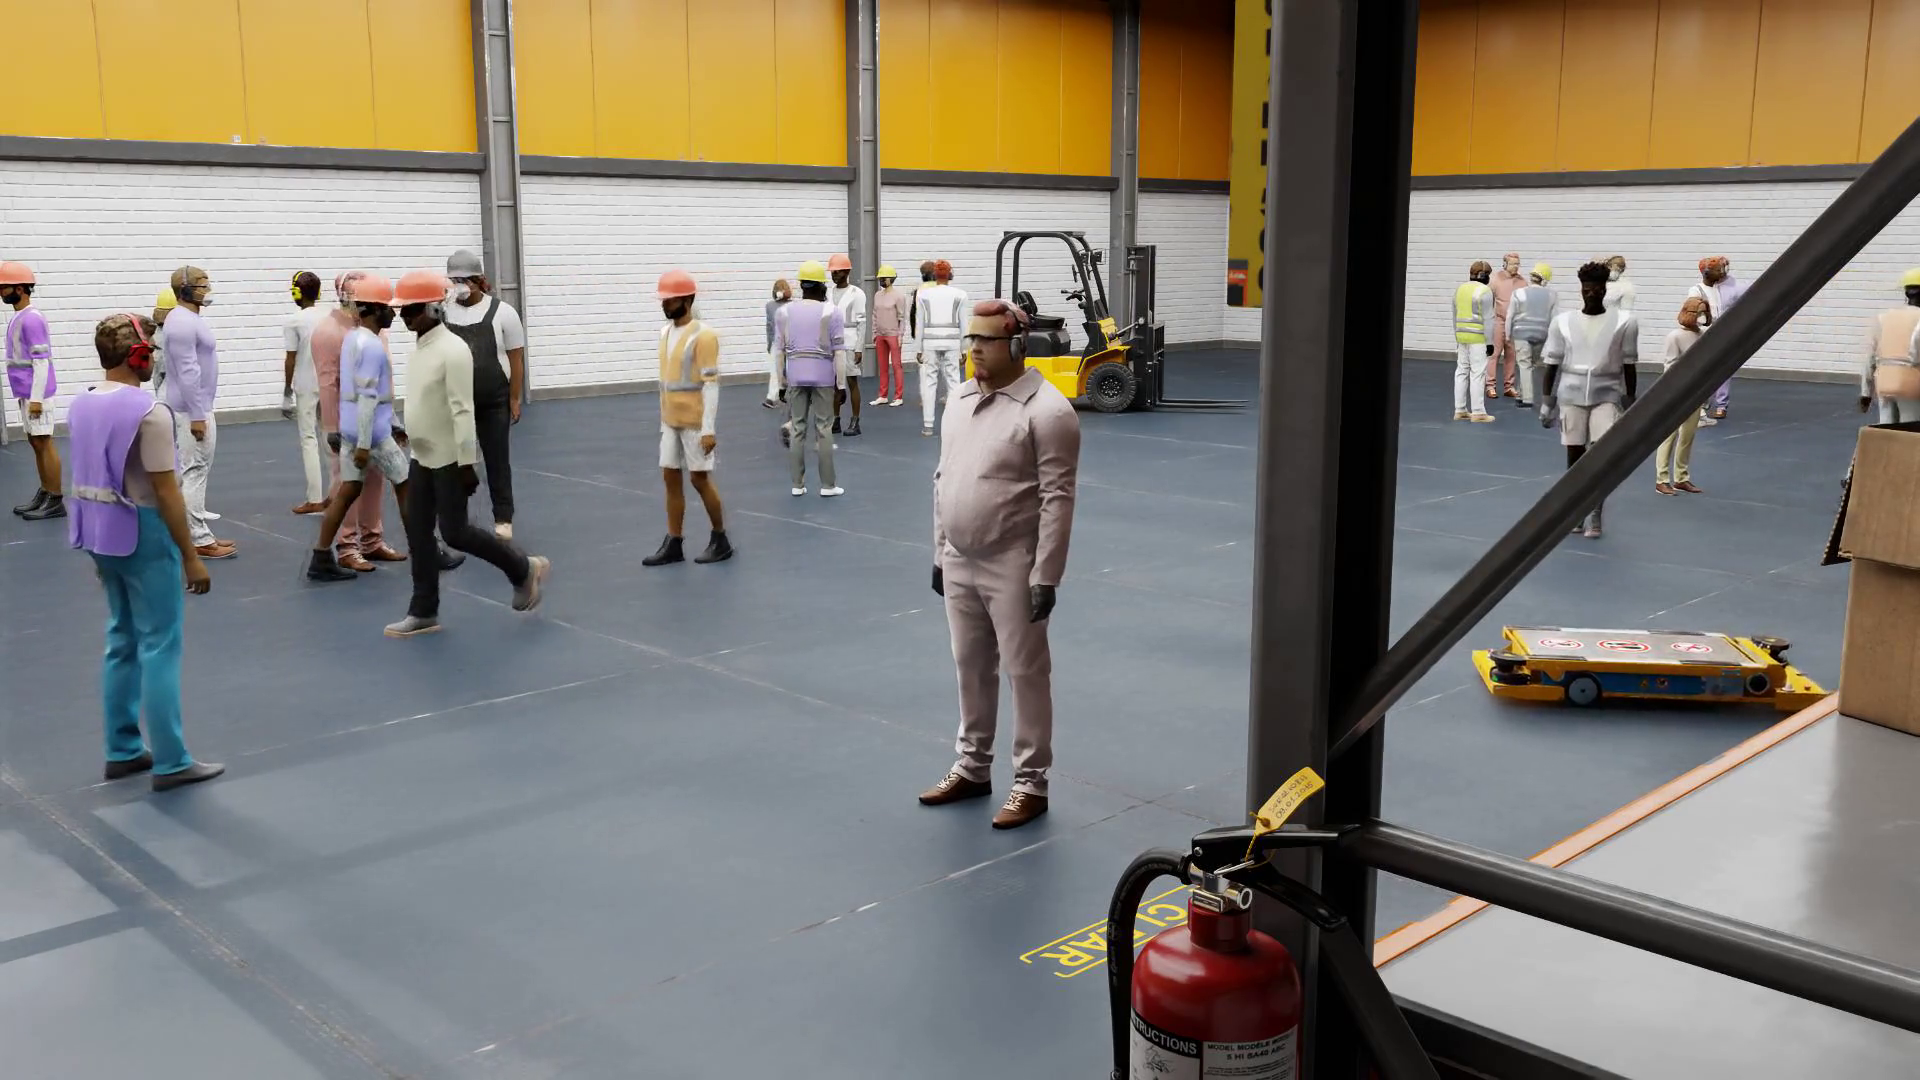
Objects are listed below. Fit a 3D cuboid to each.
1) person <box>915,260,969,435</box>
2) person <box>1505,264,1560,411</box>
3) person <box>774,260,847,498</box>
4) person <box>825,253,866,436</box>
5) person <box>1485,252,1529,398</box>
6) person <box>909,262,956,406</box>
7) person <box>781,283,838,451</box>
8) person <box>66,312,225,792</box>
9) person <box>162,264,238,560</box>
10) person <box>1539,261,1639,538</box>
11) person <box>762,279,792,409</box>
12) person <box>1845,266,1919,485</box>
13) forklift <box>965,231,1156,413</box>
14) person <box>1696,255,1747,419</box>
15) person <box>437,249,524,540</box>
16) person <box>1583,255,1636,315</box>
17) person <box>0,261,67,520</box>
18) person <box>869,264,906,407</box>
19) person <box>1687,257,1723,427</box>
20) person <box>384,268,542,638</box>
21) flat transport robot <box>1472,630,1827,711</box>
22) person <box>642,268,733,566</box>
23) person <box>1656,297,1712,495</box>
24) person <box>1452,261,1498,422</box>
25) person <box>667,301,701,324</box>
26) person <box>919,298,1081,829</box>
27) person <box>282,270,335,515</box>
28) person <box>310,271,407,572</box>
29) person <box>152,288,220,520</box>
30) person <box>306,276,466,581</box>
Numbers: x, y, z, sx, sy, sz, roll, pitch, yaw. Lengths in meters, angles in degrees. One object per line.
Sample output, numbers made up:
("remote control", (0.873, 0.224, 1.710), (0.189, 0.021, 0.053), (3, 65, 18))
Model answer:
("person", (-0.195, -2.054, 17.811), (0.572, 1.876, 0.355), (0, 10, 0))
("person", (6.995, -2.493, 20.460), (0.573, 1.770, 0.805), (0, 10, -1))
("person", (-1.206, -1.306, 13.572), (0.594, 1.925, 0.370), (2, 11, 12))
("person", (-1.265, -2.076, 17.746), (0.547, 1.938, 0.359), (6, 12, 29))
("person", (7.191, -2.814, 21.859), (0.643, 1.908, 0.411), (-3, 11, -16))
("person", (-0.323, -2.574, 20.861), (0.683, 1.806, 0.533), (-7, 12, -32))
("person", (-1.465, -1.674, 16.236), (0.537, 1.682, 0.593), (7, 12, 33))
("person", (-3.191, 0.050, 6.425), (0.567, 1.838, 0.388), (7, 12, 33))
("person", (-5.048, -0.840, 11.003), (0.370, 1.941, 0.627), (-4, 11, -22))
("person", (4.430, -0.980, 11.739), (0.645, 1.942, 0.715), (5, 12, 26))
("person", (-2.185, -2.427, 20.611), (0.531, 1.583, 0.856), (3, 11, 17))
("person", (7.258, -1.162, 12.876), (0.638, 1.898, 0.630), (-5, 12, -26))
("forklift", (1.222, -2.721, 20.561), (2.313, 2.155, 1.214), (2, 11, 13))
("person", (8.802, -2.368, 19.424), (0.651, 1.906, 0.403), (10, 14, 43))
("person", (-3.405, -1.001, 11.601), (0.684, 2.000, 0.535), (0, 10, 0))
("person", (7.747, -2.476, 20.077), (0.380, 1.902, 0.792), (-7, 12, -32))
("person", (-7.009, -1.118, 12.520), (0.366, 1.939, 0.542), (-8, 13, -37))
("person", (-0.903, -2.553, 20.814), (0.523, 1.769, 0.315), (9, 14, 39))
("person", (8.329, -2.210, 18.622), (0.583, 1.884, 0.350), (-9, 14, -41))
("person", (-2.712, -0.472, 8.930), (0.796, 1.965, 0.623), (-10, 14, -42))
("flat transport robot", (3.181, 0.587, 7.772), (1.431, 0.197, 0.652), (2, 10, 9))
("person", (-1.763, -0.781, 10.745), (0.555, 1.940, 0.489), (10, 14, 44))
("person", (6.001, -1.188, 13.731), (0.502, 1.632, 0.279), (-5, 11, -24))
("person", (5.925, -2.273, 19.102), (0.429, 1.837, 0.620), (-4, 11, -22))
("person", (-3.322, -2.330, 19.963), (0.501, 1.633, 0.279), (6, 12, 31))
("person", (0.122, 0.081, 6.064), (0.411, 1.910, 0.643), (-10, 15, -44))
("person", (-4.979, -1.122, 12.758), (0.359, 1.866, 0.521), (5, 12, 26))
("person", (-3.832, -0.763, 10.672), (0.407, 1.906, 0.654), (3, 11, 14))
("person", (-5.837, -1.009, 12.461), (0.492, 1.743, 0.295), (8, 13, 36))
("person", (-3.644, -0.683, 10.318), (0.969, 1.888, 0.545), (-8, 13, -37))
